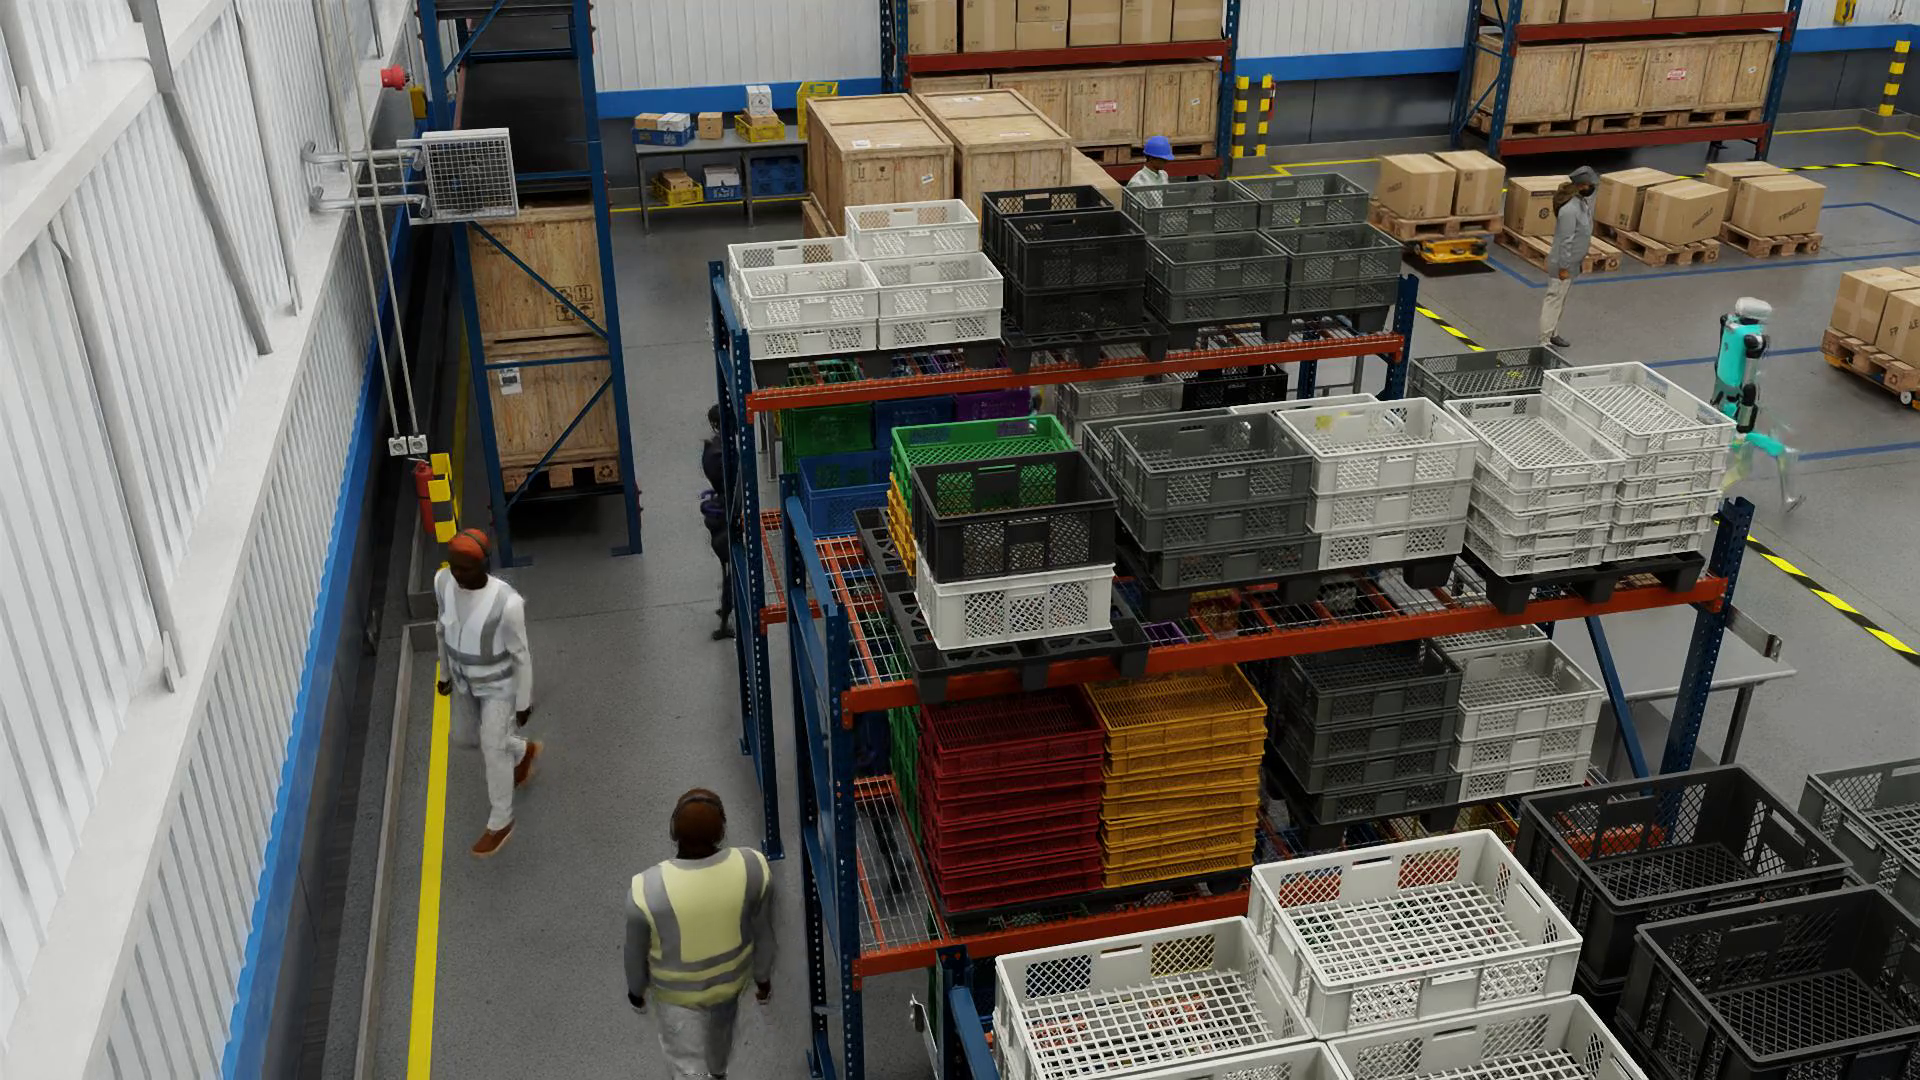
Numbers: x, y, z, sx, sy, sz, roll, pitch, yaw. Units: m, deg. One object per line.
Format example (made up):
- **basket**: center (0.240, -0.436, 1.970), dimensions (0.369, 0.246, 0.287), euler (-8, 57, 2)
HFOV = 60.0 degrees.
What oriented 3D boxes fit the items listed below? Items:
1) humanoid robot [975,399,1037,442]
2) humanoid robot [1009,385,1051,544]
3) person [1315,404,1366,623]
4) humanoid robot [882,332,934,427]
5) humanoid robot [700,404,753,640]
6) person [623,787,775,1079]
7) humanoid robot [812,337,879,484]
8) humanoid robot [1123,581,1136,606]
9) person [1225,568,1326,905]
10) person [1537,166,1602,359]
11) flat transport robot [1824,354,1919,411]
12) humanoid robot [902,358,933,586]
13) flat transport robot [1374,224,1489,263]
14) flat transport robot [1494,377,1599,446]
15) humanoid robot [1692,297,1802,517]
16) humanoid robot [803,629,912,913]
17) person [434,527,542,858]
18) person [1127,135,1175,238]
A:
- **humanoid robot**: center (0.282, -0.279, 10.856), dimensions (0.533, 1.677, 0.735), euler (7, 29, 13)
- **humanoid robot**: center (0.566, -0.238, 10.781), dimensions (0.735, 1.676, 0.533), euler (16, 32, 27)
- **person**: center (2.356, 0.026, 10.375), dimensions (0.407, 1.782, 0.731), euler (-10, 29, -18)
- **humanoid robot**: center (-0.379, -0.925, 12.291), dimensions (0.609, 1.638, 0.508), euler (-21, 34, -34)
- **humanoid robot**: center (-1.502, -0.114, 10.752), dimensions (0.354, 1.642, 0.616), euler (-7, 29, -14)
- **person**: center (-1.070, 1.825, 6.937), dimensions (0.624, 1.804, 0.855), euler (-14, 31, -25)
- **humanoid robot**: center (-0.882, -0.696, 11.808), dimensions (0.552, 1.773, 0.932), euler (-15, 31, -26)
- **humanoid robot**: center (1.072, -0.071, 10.693), dimensions (0.444, 1.644, 0.603), euler (-13, 31, -24)
- **person**: center (1.556, 1.003, 8.295), dimensions (0.656, 2.018, 0.439), euler (-1, 28, -2)
- **person**: center (5.573, -2.573, 15.317), dimensions (0.399, 1.768, 0.572), euler (14, 31, 25)
- **flat transport robot**: center (8.473, -1.467, 14.800), dimensions (0.652, 0.197, 1.431), euler (-6, 28, -12)
- **humanoid robot**: center (-0.461, -0.365, 11.174), dimensions (0.667, 1.802, 0.544), euler (-1, 28, -3)
- **flat transport robot**: center (5.222, -3.390, 18.448), dimensions (0.652, 0.197, 1.431), euler (-6, 28, -12)
- **flat transport robot**: center (4.780, -1.036, 14.013), dimensions (0.659, 0.231, 1.431), euler (-6, 28, -12)
- **humanoid robot**: center (5.991, -0.948, 12.290), dimensions (0.944, 1.765, 0.547), euler (-1, 28, -2)
- **humanoid robot**: center (-0.553, 1.135, 8.398), dimensions (0.593, 1.659, 0.485), euler (10, 30, 19)
- **person**: center (-2.527, 0.755, 8.893), dimensions (0.624, 1.868, 0.669), euler (15, 31, 27)
- **person**: center (1.773, -2.840, 15.649), dimensions (0.412, 1.939, 0.602), euler (19, 33, 31)
